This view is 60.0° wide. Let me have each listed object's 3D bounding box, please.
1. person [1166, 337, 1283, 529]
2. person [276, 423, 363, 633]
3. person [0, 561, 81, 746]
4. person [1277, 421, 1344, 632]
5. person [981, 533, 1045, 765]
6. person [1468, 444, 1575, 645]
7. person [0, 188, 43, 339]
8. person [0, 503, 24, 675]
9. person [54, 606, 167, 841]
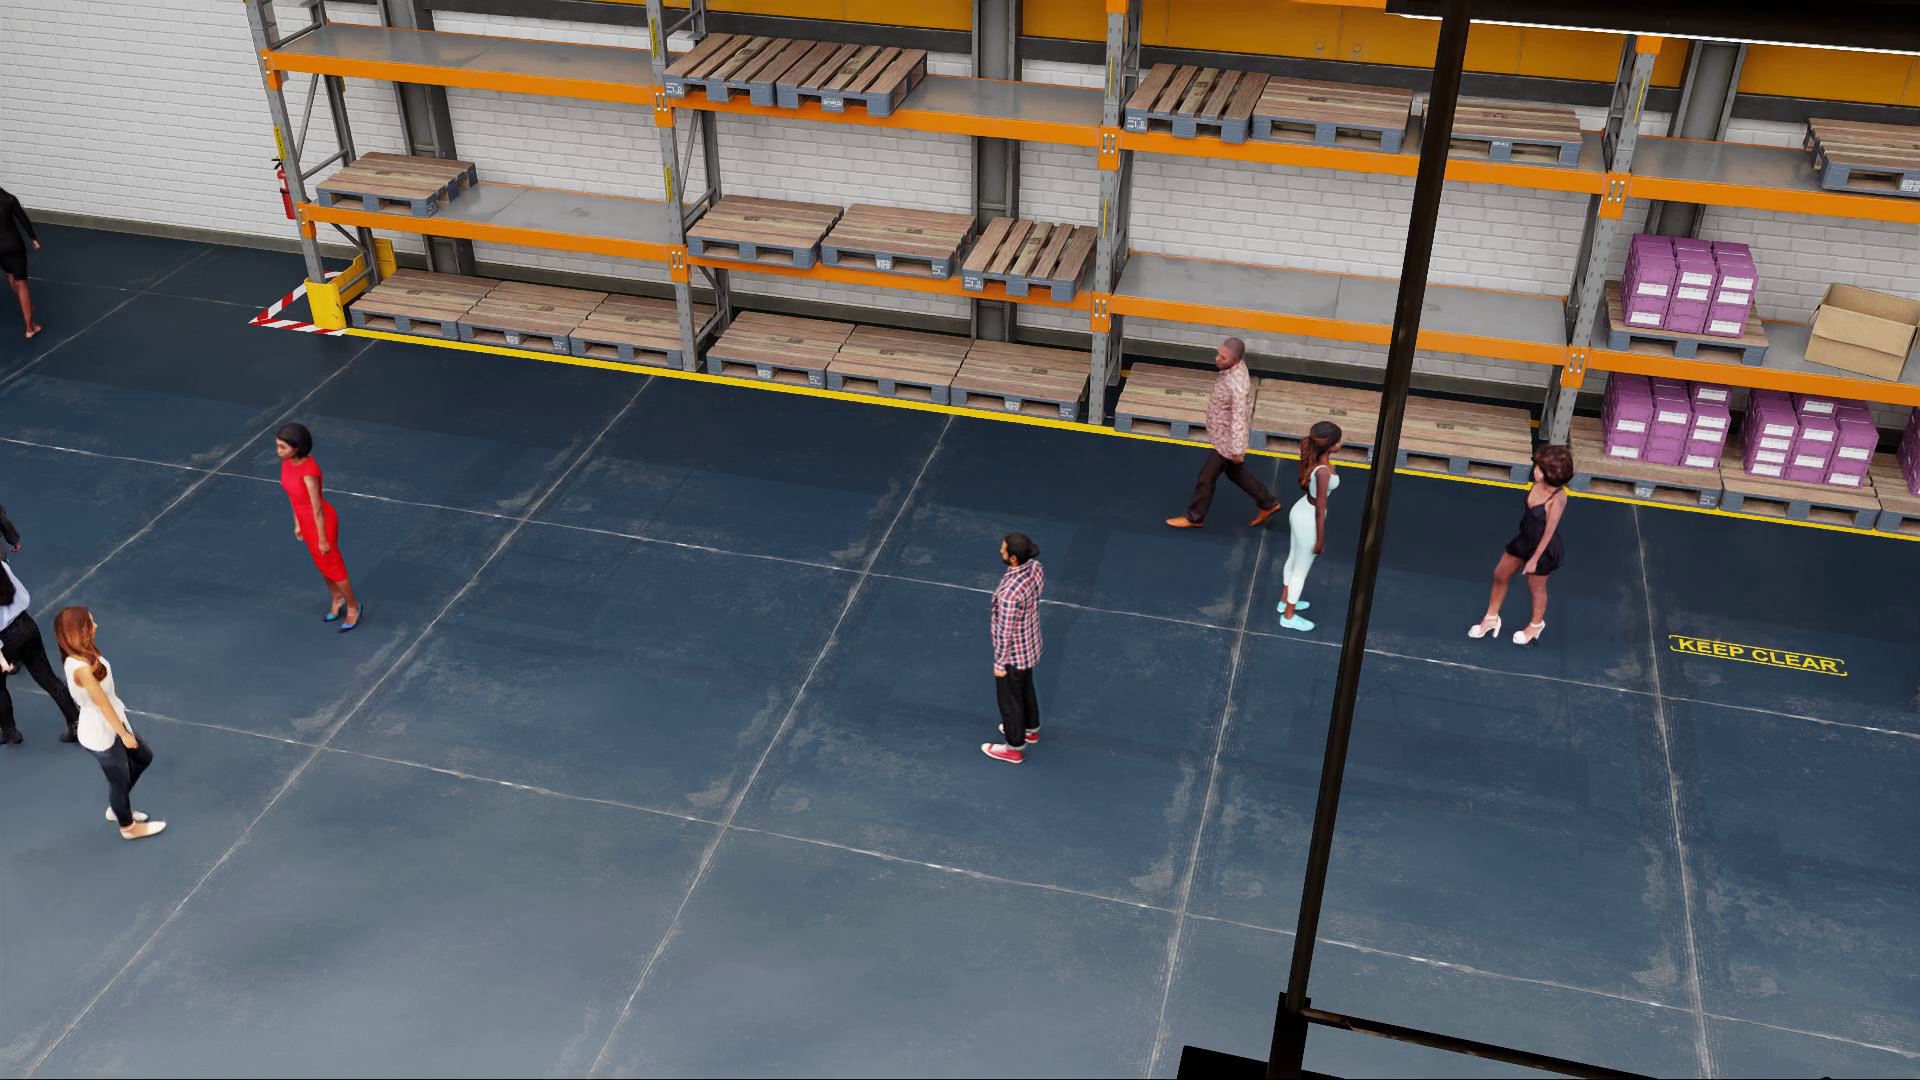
[{"bbox_3d":[2.241,-0.820,13.295,1.211,1.784,0.811,4,34,7],"label":"person"},{"bbox_3d":[-4.726,-0.103,12.255,0.700,1.740,0.600,-29,43,-36],"label":"person"},{"bbox_3d":[-6.206,0.706,11.058,0.940,1.719,0.723,6,34,8],"label":"person"},{"bbox_3d":[2.576,-0.121,12.298,0.619,1.724,0.618,-2,34,-3],"label":"person"},{"bbox_3d":[0.377,0.706,11.022,0.620,1.759,0.695,12,35,17],"label":"person"},{"bbox_3d":[4.238,0.061,11.988,0.867,1.762,0.760,-6,34,-8],"label":"person"},{"bbox_3d":[-9.384,-2.804,16.367,1.104,1.688,1.033,-7,34,-10],"label":"person"},{"bbox_3d":[-6.989,0.158,11.804,1.185,1.806,1.231,-17,37,-23],"label":"person"},{"bbox_3d":[-5.390,1.190,10.280,0.757,1.774,0.710,-13,36,-18],"label":"person"}]
